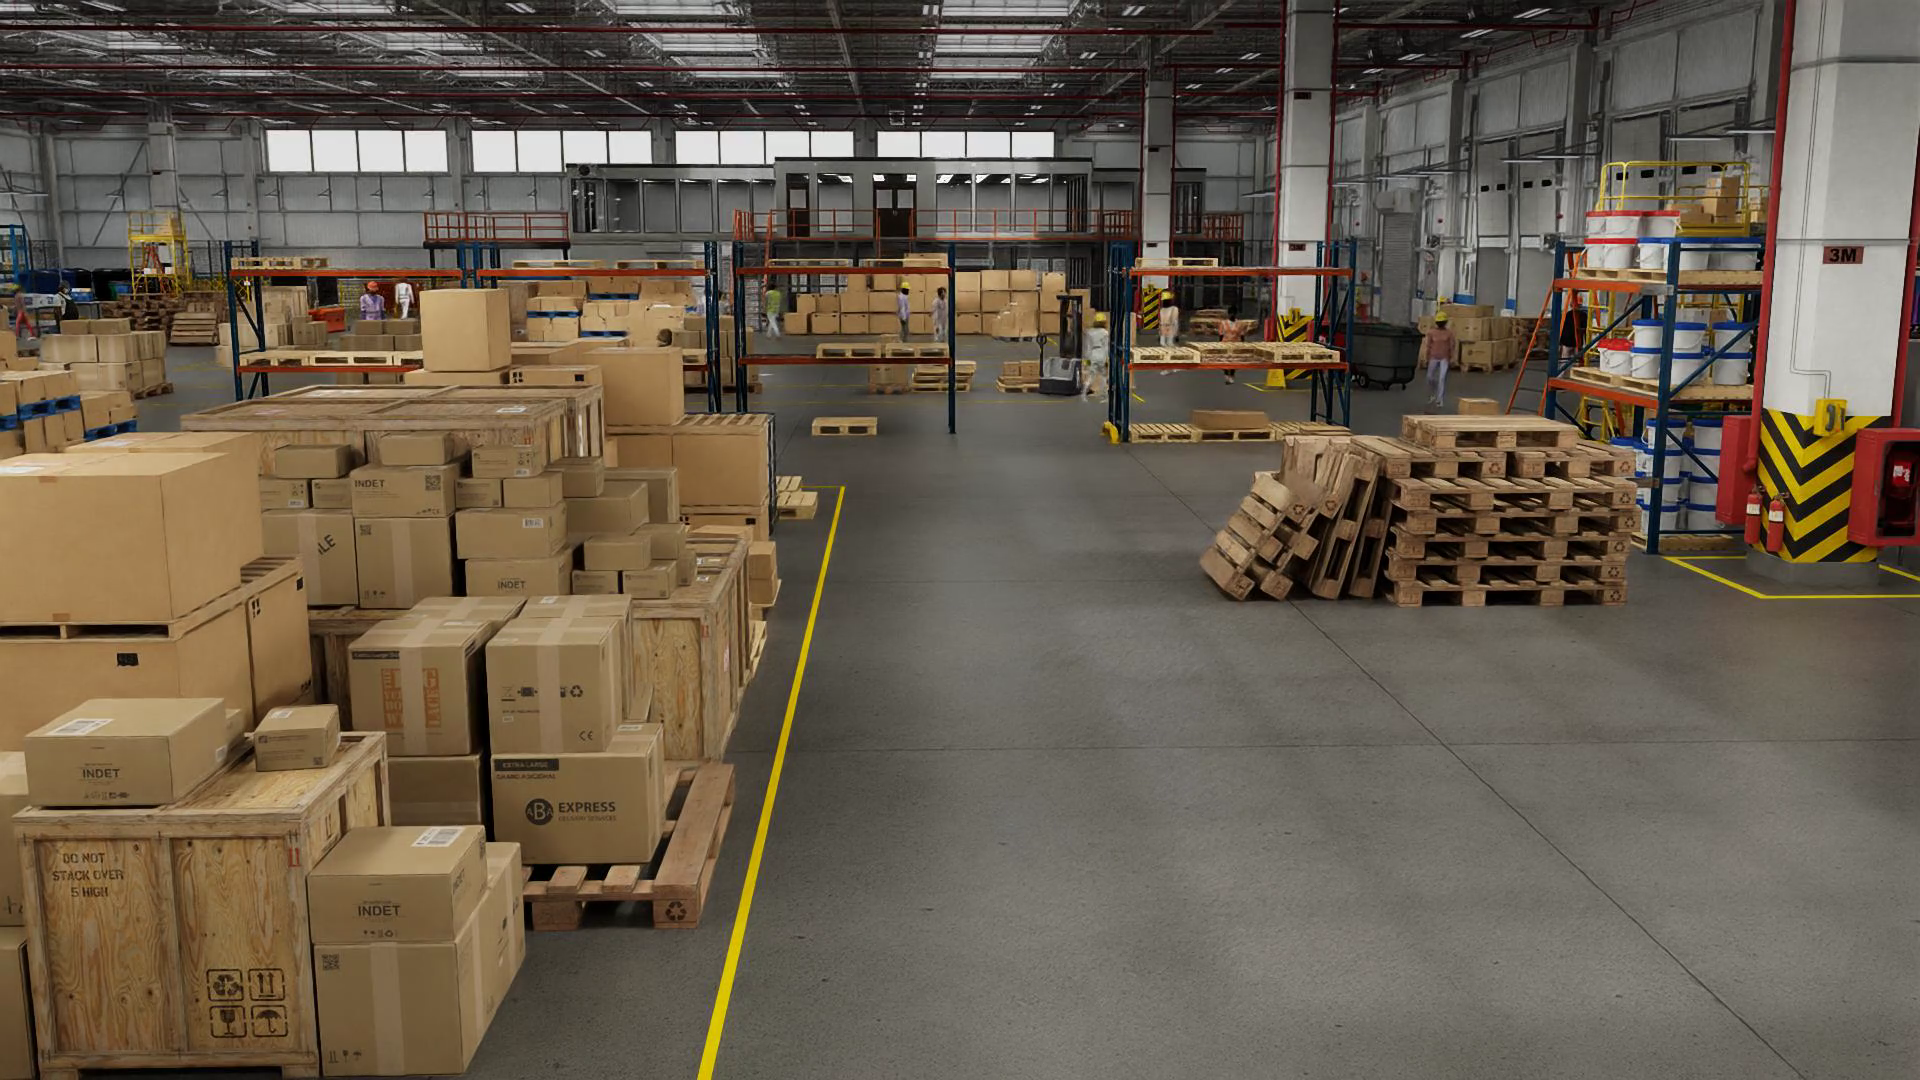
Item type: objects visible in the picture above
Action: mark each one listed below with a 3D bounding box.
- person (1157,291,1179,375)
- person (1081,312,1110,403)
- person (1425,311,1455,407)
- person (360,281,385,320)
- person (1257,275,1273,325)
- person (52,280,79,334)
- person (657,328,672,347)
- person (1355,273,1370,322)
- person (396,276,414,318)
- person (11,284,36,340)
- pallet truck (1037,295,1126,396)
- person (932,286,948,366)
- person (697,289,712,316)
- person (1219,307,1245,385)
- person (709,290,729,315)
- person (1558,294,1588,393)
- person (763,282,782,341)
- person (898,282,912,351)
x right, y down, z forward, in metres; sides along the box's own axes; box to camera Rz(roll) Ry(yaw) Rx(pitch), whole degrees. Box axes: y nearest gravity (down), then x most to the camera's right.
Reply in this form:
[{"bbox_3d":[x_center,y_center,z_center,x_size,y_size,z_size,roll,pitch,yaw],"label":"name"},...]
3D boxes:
[{"bbox_3d":[4.736,-4.695,37.829,0.470,1.909,0.623,-9,14,-41],"label":"person"},{"bbox_3d":[2.564,-3.398,31.145,0.489,1.723,0.708,8,13,37],"label":"person"},{"bbox_3d":[8.852,-3.332,30.679,0.552,1.759,0.368,5,11,27],"label":"person"},{"bbox_3d":[-14.931,-5.572,42.375,0.606,2.037,0.382,-9,13,-40],"label":"person"},{"bbox_3d":[11.057,-8.775,60.646,0.722,1.885,0.474,6,12,29],"label":"person"},{"bbox_3d":[-23.296,-5.761,43.415,0.536,2.000,0.672,-1,10,-3],"label":"person"},{"bbox_3d":[-4.197,-2.147,23.955,0.392,1.807,0.678,-4,11,-22],"label":"person"},{"bbox_3d":[13.776,-8.141,56.842,0.620,1.978,0.461,-9,13,-41],"label":"person"},{"bbox_3d":[-19.788,-8.497,59.184,0.590,1.861,0.877,1,10,8],"label":"person"},{"bbox_3d":[-28.997,-6.996,51.192,0.947,1.714,0.520,-9,13,-41],"label":"person"},{"bbox_3d":[2.483,-3.881,33.060,1.885,1.965,0.823,-7,13,-36],"label":"pallet truck"},{"bbox_3d":[-0.469,-5.236,40.770,0.373,1.941,0.627,4,11,22],"label":"person"},{"bbox_3d":[-6.784,-5.885,44.779,0.651,1.795,0.930,-3,11,-16],"label":"person"},{"bbox_3d":[5.771,-4.110,35.275,0.542,1.640,0.921,1,10,5],"label":"person"},{"bbox_3d":[-6.082,-5.426,42.183,0.535,1.821,1.002,-1,10,-6],"label":"person"},{"bbox_3d":[12.330,-3.937,33.423,0.610,1.985,0.415,1,10,5],"label":"person"},{"bbox_3d":[-5.757,-7.031,51.156,0.910,1.808,0.632,9,14,42],"label":"person"},{"bbox_3d":[-1.542,-6.228,46.348,0.371,1.928,0.592,1,10,6],"label":"person"}]
